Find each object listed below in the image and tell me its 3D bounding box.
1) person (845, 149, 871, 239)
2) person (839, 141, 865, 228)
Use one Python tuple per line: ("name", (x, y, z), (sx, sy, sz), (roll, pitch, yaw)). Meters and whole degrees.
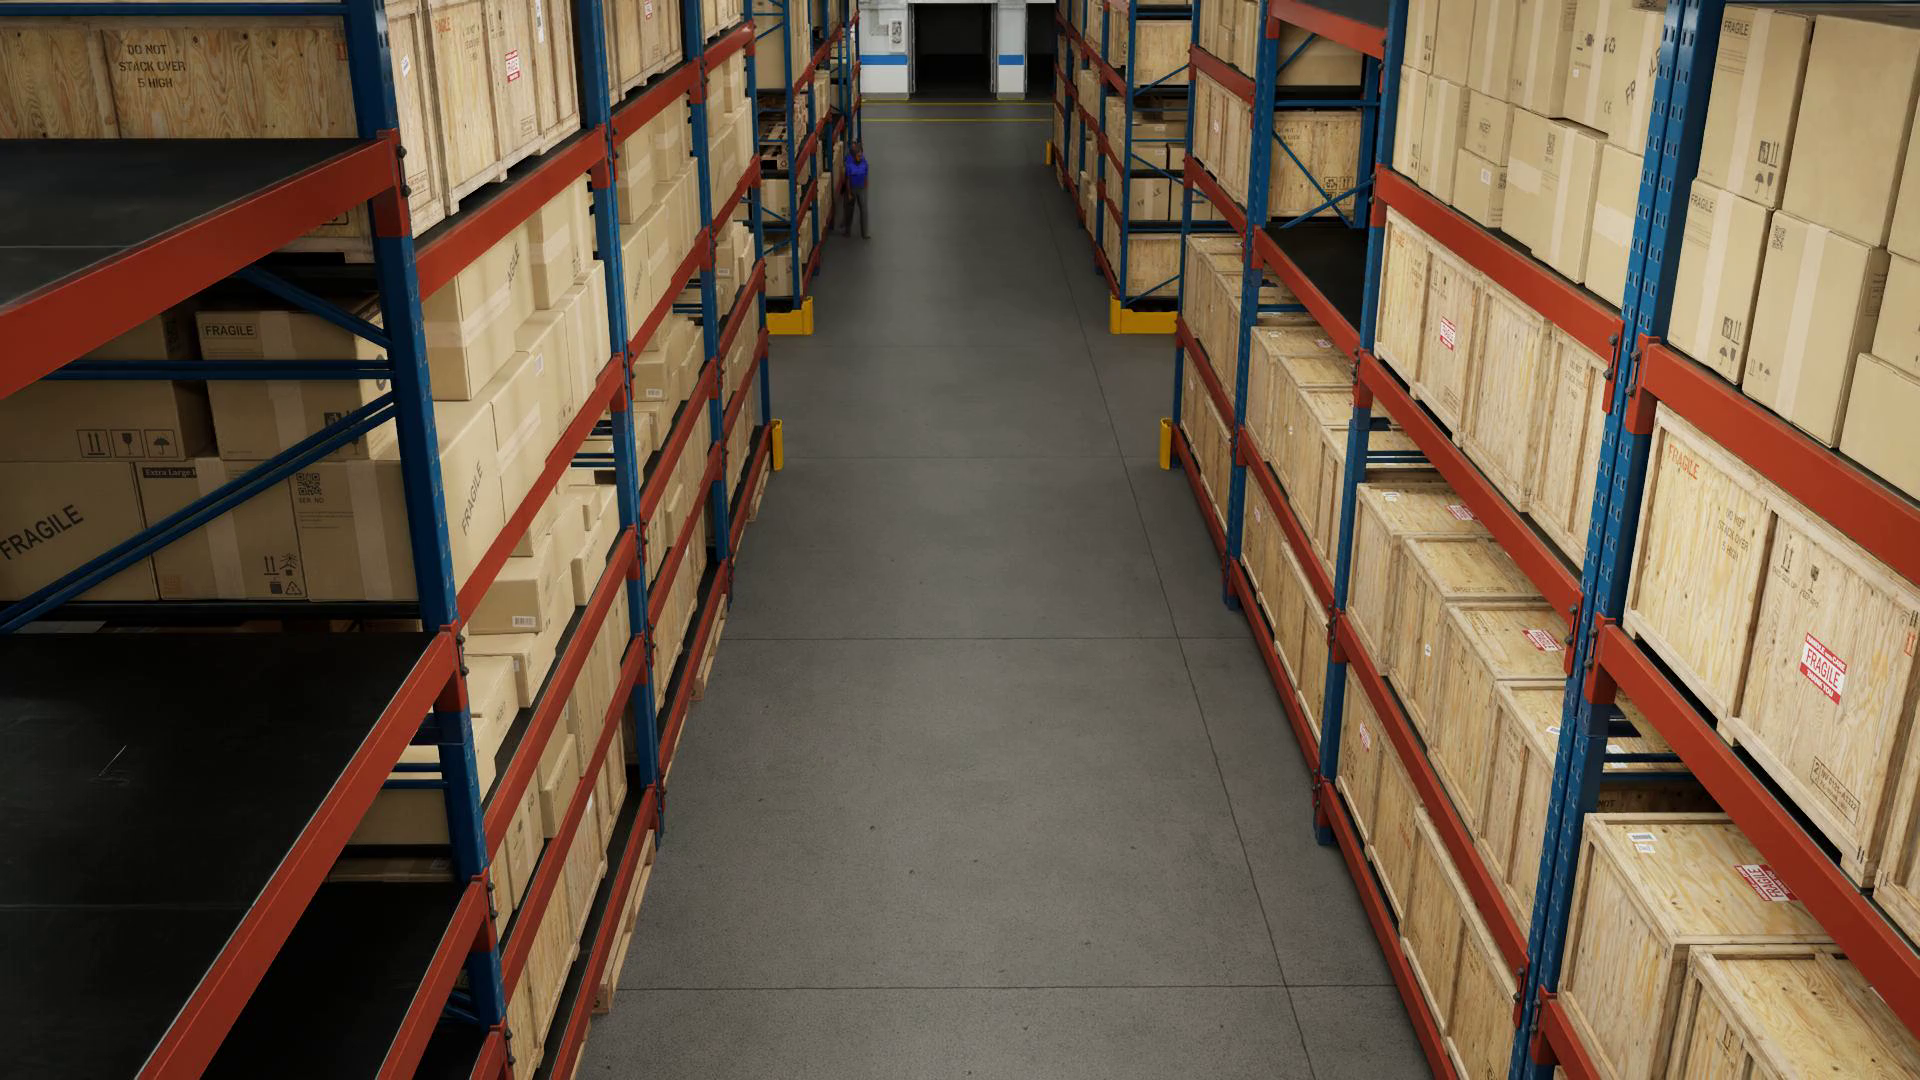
("person", (-1.930, -6.505, 31.160), (0.428, 1.616, 0.945), (-5, 22, -13))
("person", (-2.038, -6.847, 32.025), (0.455, 1.627, 0.892), (4, 22, 10))
